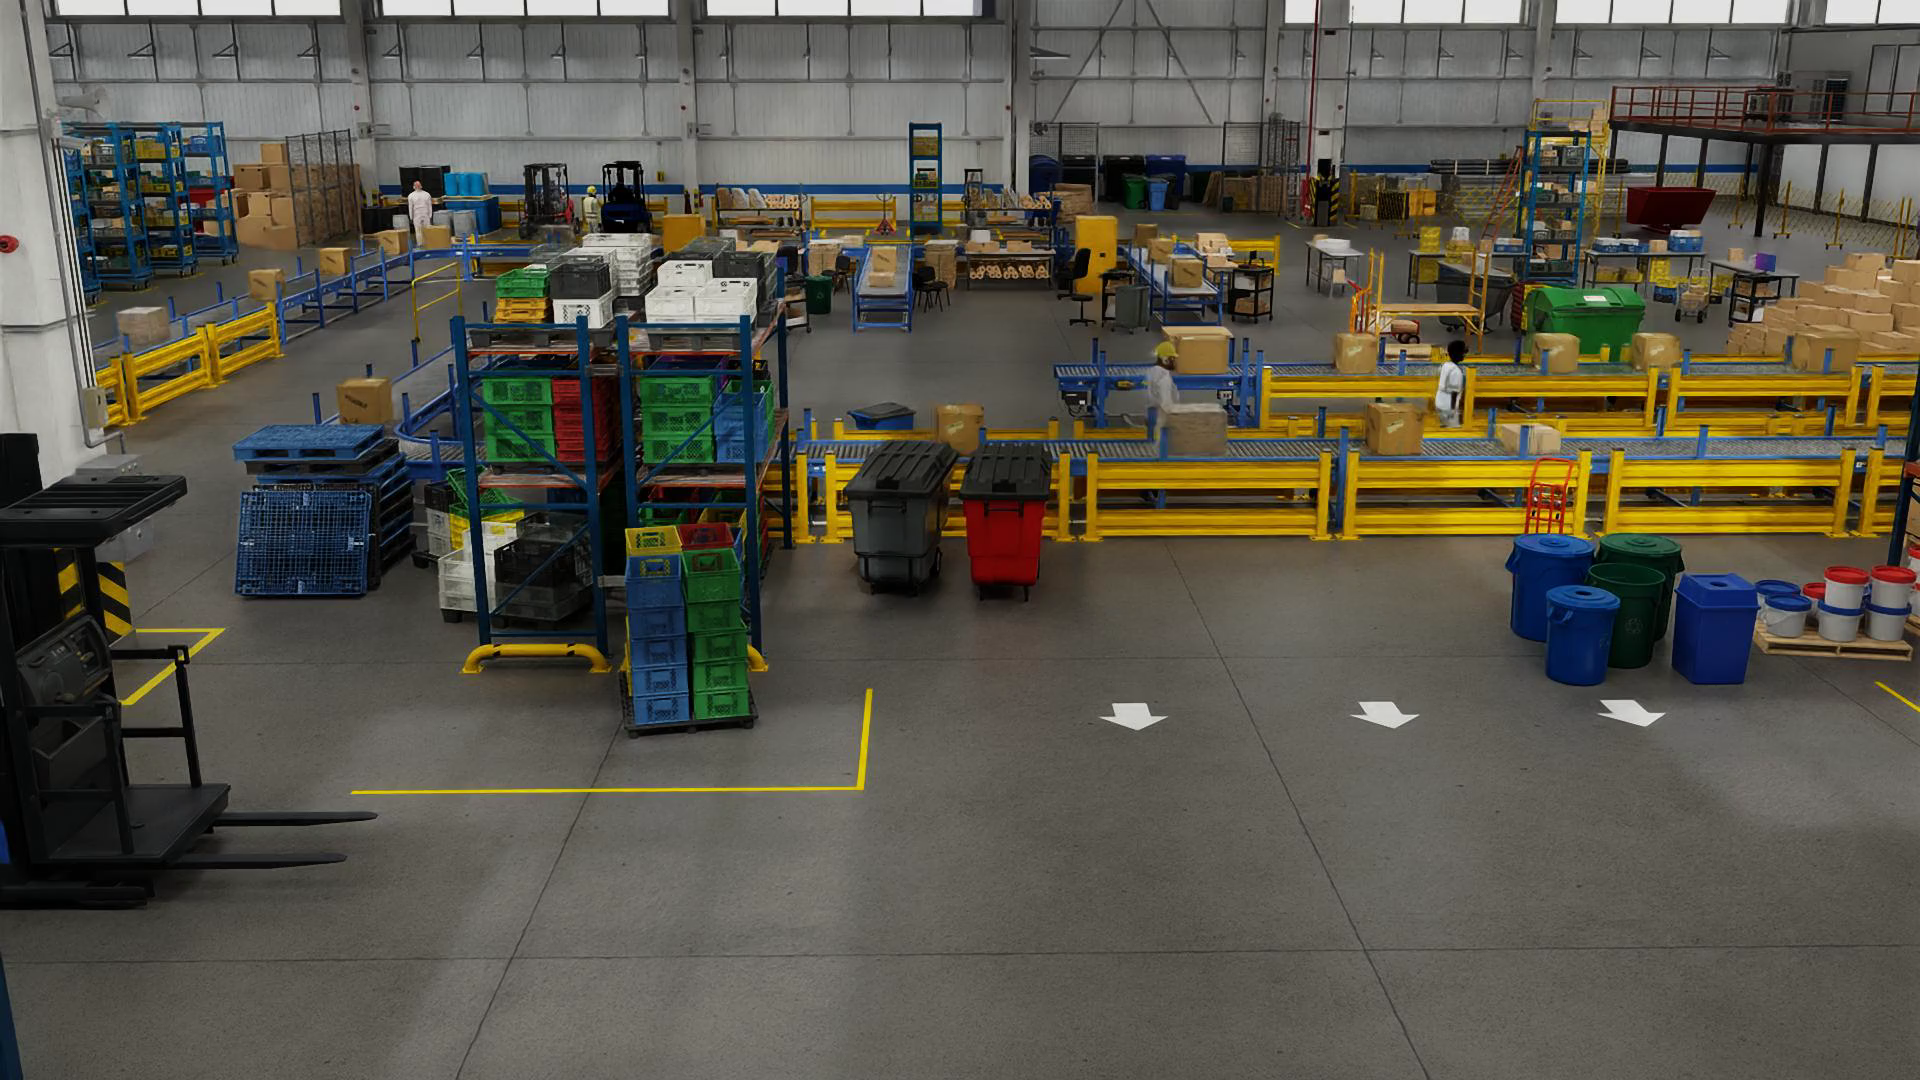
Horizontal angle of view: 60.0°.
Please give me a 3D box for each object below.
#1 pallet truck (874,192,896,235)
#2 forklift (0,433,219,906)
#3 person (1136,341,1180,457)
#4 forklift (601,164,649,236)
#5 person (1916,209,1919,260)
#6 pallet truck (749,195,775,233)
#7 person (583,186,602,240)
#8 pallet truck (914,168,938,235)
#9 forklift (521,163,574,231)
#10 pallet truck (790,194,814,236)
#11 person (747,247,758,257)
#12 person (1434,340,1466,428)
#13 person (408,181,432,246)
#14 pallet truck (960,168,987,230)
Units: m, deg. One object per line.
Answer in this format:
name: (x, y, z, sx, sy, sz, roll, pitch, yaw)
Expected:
pallet truck: (-2.277, -9.986, 50.594, 0.653, 1.274, 1.630, 0, 16, -1)
forklift: (-5.952, 0.780, 10.366, 1.873, 2.768, 1.129, 0, 16, -1)
person: (2.417, -1.535, 20.348, 0.883, 1.804, 0.593, 0, 16, -1)
forklift: (-9.948, -10.127, 49.296, 1.157, 1.987, 2.680, -1, 16, -3)
person: (24.010, -7.643, 41.150, 0.605, 2.034, 0.397, 12, 20, 36)
pallet truck: (-6.051, -9.967, 50.660, 0.680, 1.201, 1.601, 0, 16, -1)
person: (-9.910, -8.653, 45.013, 0.591, 1.837, 0.403, 11, 19, 34)
pallet truck: (-0.989, -10.316, 50.507, 0.823, 1.965, 1.885, 1, 16, 3)
forklift: (-12.233, -10.122, 49.298, 1.157, 1.987, 2.680, 0, 16, -1)
pallet truck: (-4.814, -9.883, 50.259, 0.704, 1.261, 1.522, -1, 16, -3)
person: (-3.877, -4.600, 31.089, 0.395, 1.740, 0.544, 15, 22, 41)
person: (6.152, -1.715, 21.173, 0.519, 1.686, 0.543, 0, 16, 0)
person: (-14.842, -8.899, 45.756, 0.639, 1.902, 0.407, -11, 19, -33)
pallet truck: (0.383, -10.230, 50.206, 0.823, 1.965, 1.885, -1, 16, -3)
